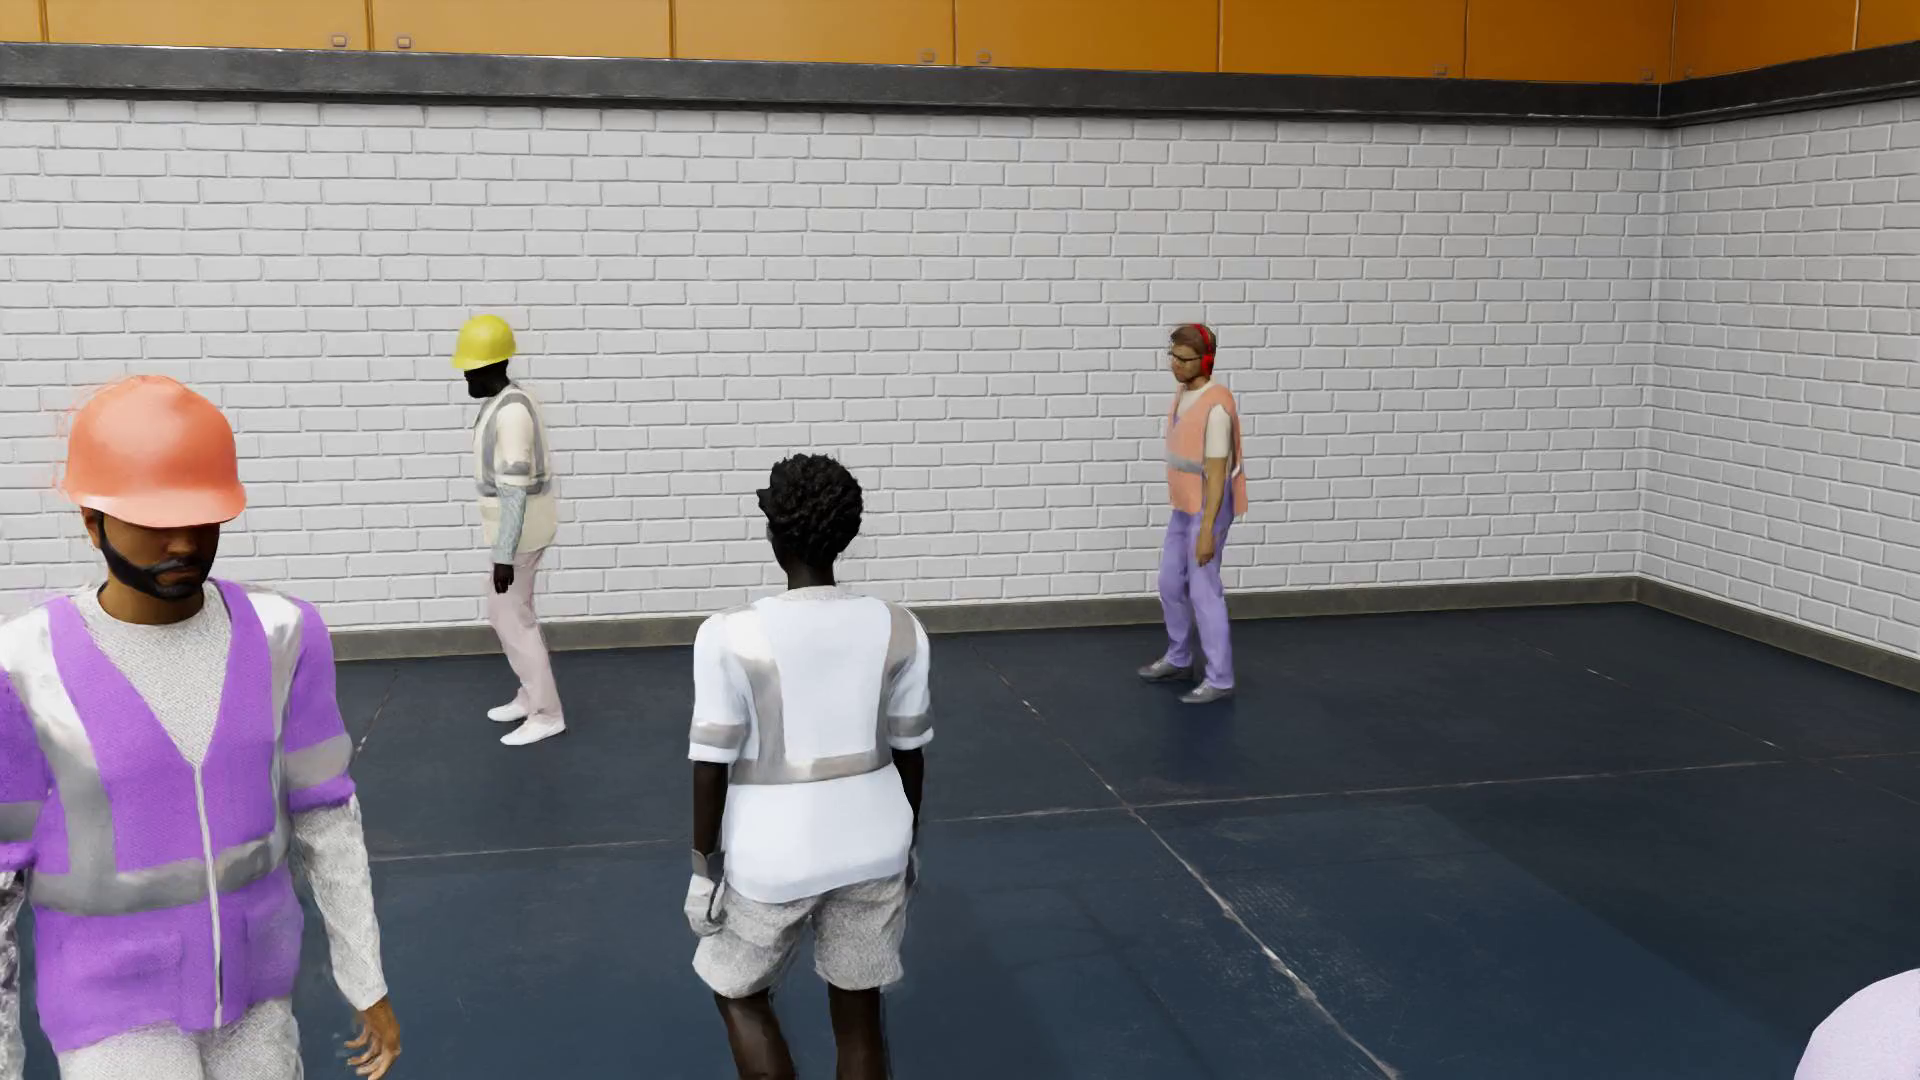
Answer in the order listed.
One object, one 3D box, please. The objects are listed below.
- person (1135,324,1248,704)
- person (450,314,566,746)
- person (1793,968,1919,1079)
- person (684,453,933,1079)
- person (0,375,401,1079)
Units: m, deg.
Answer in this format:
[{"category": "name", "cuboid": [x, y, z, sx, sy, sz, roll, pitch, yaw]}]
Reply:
[{"category": "person", "cuboid": [1.138, -0.114, 7.933, 0.405, 1.805, 0.703, -2, 10, -12]}, {"category": "person", "cuboid": [-1.944, -0.031, 7.150, 0.458, 1.878, 0.663, -3, 10, -19]}, {"category": "person", "cuboid": [0.743, 0.966, 1.021, 0.406, 1.902, 0.637, -9, 13, -43]}, {"category": "person", "cuboid": [-0.305, 0.667, 3.461, 0.572, 1.684, 0.352, -5, 11, -29]}, {"category": "person", "cuboid": [-1.189, 0.705, 2.562, 0.477, 1.914, 0.569, 8, 12, 40]}]
